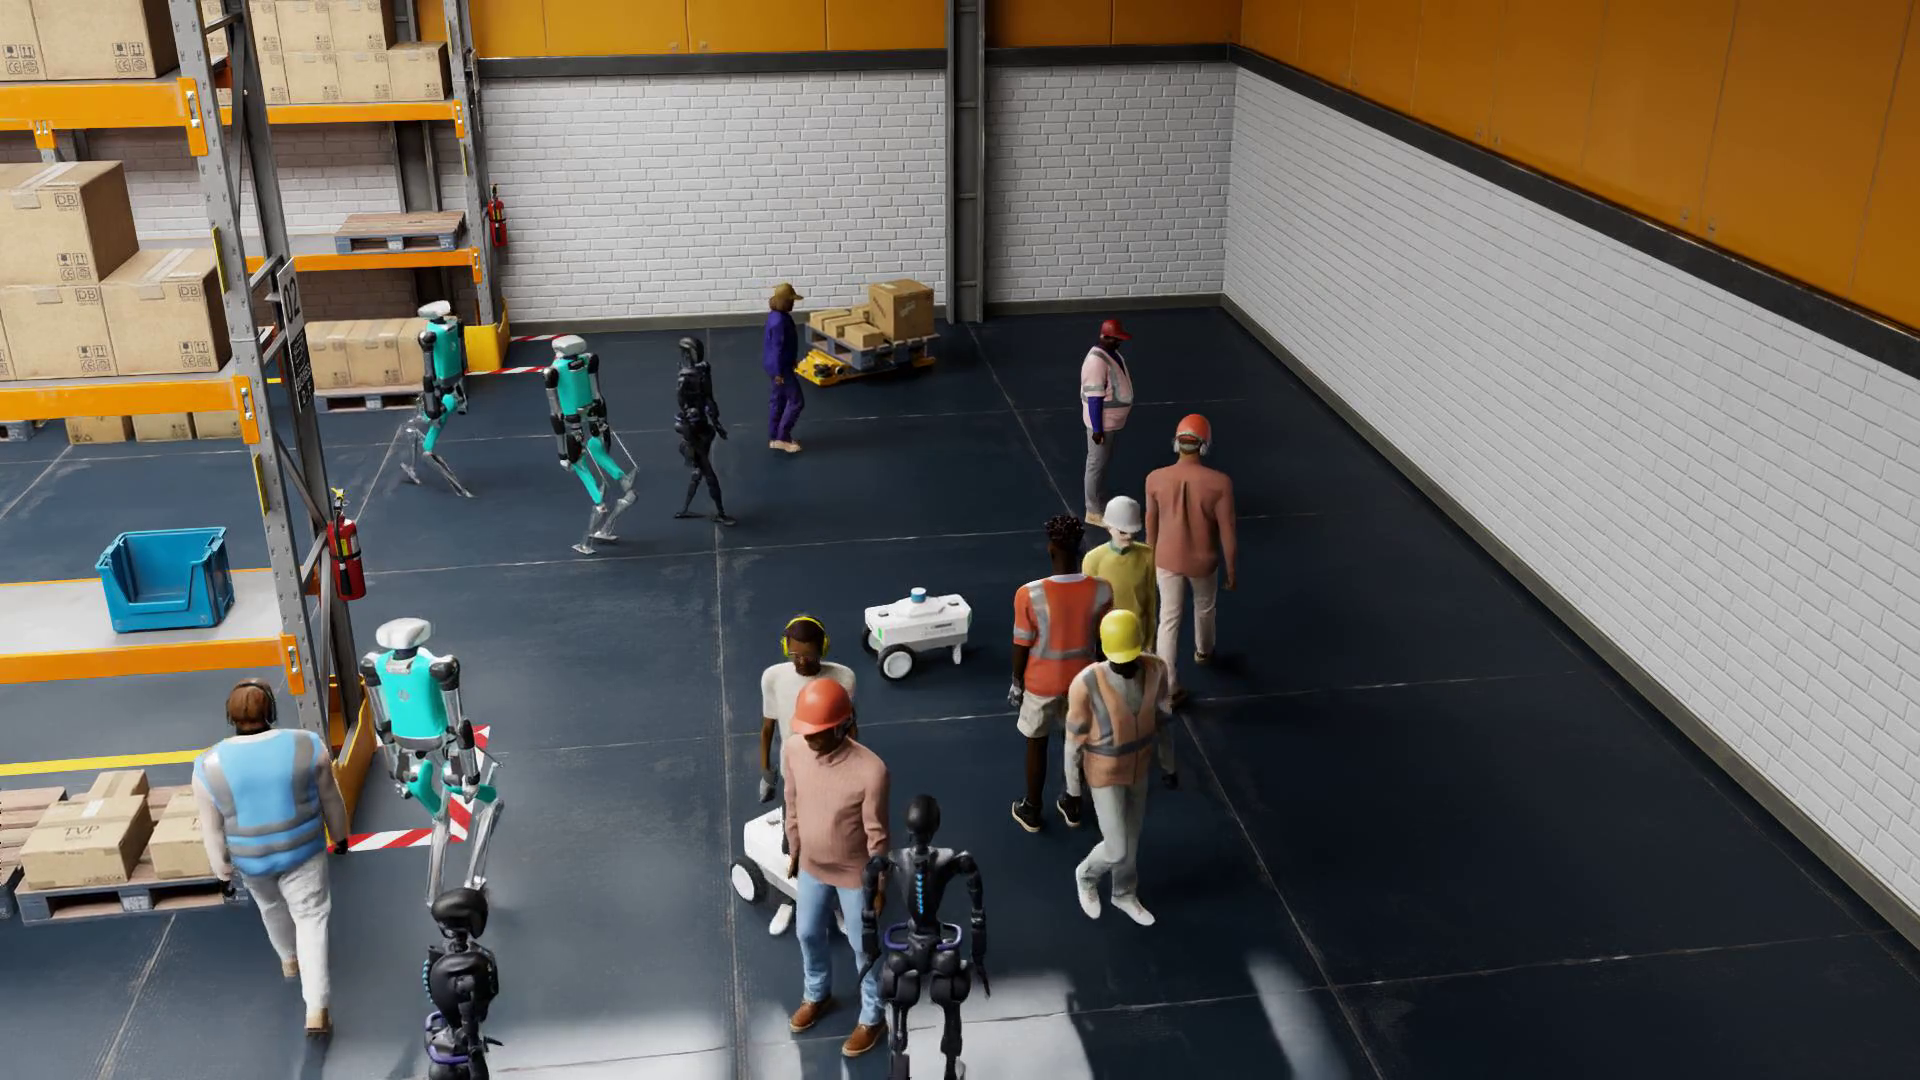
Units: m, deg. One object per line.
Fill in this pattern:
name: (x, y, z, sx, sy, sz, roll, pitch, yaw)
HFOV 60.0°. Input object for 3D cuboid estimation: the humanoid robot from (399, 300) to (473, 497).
humanoid robot: (-4.671, -1.214, 14.385, 0.998, 1.785, 0.530, 8, 25, 18)

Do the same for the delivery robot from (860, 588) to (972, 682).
delivery robot: (-0.315, 0.621, 11.622, 0.762, 0.591, 0.524, -8, 25, -18)

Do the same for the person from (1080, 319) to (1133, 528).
person: (1.220, -0.988, 13.806, 0.419, 1.750, 0.612, 8, 25, 17)

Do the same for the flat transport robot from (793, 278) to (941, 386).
flat transport robot: (-1.028, -1.930, 17.794, 1.431, 0.231, 0.659, -15, 28, -30)

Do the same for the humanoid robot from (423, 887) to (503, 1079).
humanoid robot: (-2.065, 2.151, 6.752, 0.463, 1.647, 0.608, -9, 25, -19)

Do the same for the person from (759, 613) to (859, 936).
person: (-0.777, 1.220, 8.642, 0.543, 1.866, 0.314, -1, 24, -2)

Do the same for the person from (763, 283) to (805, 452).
person: (-1.614, -1.582, 15.326, 0.413, 1.602, 0.465, -1, 24, -3)

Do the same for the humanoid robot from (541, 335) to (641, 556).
humanoid robot: (-2.873, -0.726, 13.172, 0.673, 1.751, 0.544, 16, 28, 32)

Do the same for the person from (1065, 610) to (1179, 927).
person: (0.855, 1.198, 8.627, 0.639, 1.905, 0.425, -16, 28, -32)

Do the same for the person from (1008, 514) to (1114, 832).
person: (0.572, 0.779, 9.538, 0.608, 1.951, 0.388, -8, 25, -18)

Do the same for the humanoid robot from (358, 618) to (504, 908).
humanoid robot: (-2.749, 1.167, 8.929, 0.559, 1.808, 0.670, 5, 24, 11)

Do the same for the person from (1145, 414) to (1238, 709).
person: (1.551, 0.107, 11.107, 0.663, 1.908, 1.033, 7, 25, 16)

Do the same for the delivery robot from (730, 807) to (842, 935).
delivery robot: (-0.859, 1.762, 9.032, 0.499, 0.600, 0.804, -21, 31, -39)

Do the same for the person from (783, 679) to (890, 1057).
person: (-0.585, 1.527, 7.787, 0.614, 1.984, 0.406, 14, 27, 29)

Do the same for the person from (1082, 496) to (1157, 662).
person: (0.946, 0.568, 10.120, 0.490, 1.870, 0.765, -7, 25, -15)

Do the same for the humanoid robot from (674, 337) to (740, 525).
humanoid robot: (-2.123, -0.898, 13.733, 0.682, 1.629, 0.593, 7, 25, 16)

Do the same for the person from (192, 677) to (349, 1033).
person: (-3.290, 1.512, 8.054, 0.631, 1.801, 0.927, -8, 25, -18)

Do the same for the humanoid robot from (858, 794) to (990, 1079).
humanoid robot: (-0.172, 1.886, 7.388, 0.602, 1.656, 0.580, 1, 24, 2)
